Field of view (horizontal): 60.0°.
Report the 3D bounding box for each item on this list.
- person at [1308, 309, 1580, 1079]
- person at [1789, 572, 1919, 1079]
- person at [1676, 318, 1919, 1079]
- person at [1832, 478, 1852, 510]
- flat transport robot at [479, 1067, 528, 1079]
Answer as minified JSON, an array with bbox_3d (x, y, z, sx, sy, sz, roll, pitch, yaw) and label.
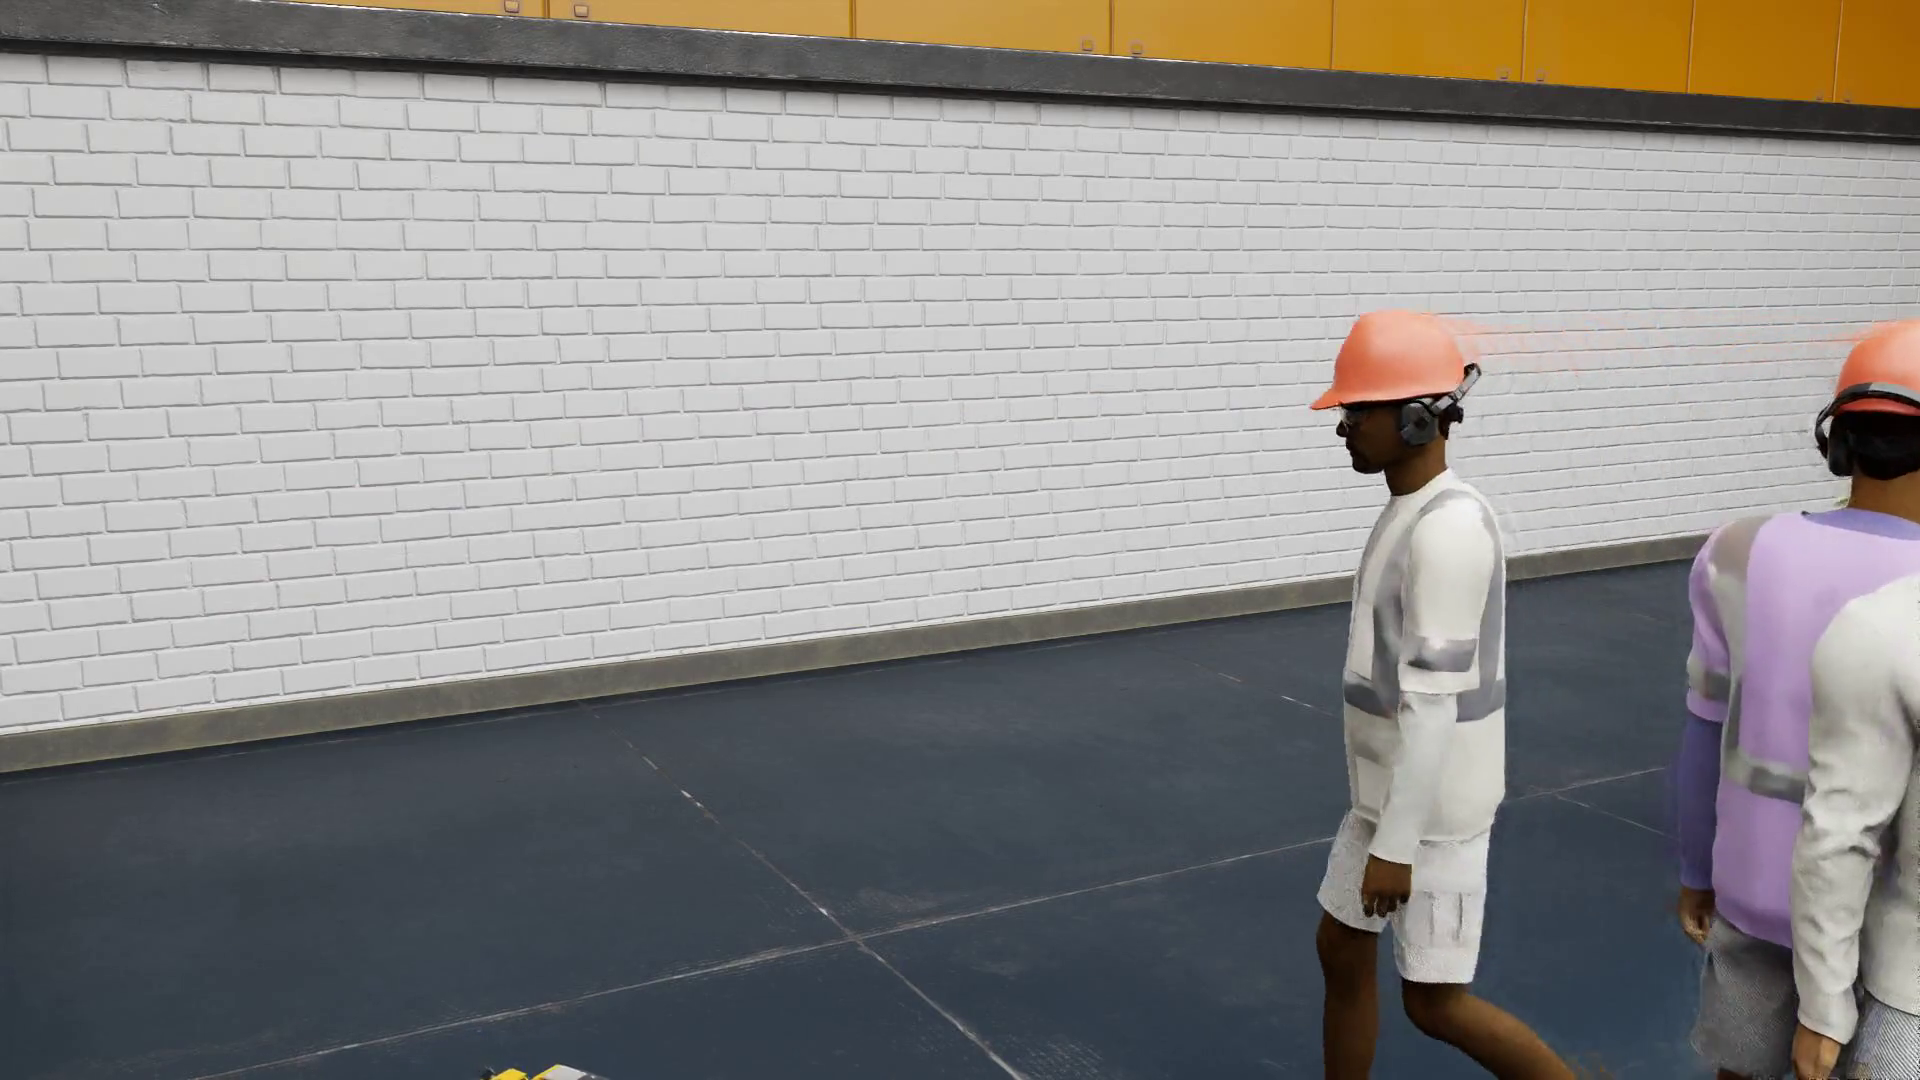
[{"bbox_3d":[1.051,0.526,3.505,0.860,2.021,0.612,1,10,6],"label":"person"},{"bbox_3d":[1.601,0.728,2.549,0.633,1.936,0.353,2,10,11],"label":"person"},{"bbox_3d":[1.433,0.638,2.837,0.770,2.012,0.624,-7,12,-36],"label":"person"},{"bbox_3d":[3.096,0.261,5.578,0.403,1.826,0.596,2,10,12],"label":"person"},{"bbox_3d":[-0.727,1.409,3.421,1.431,0.197,0.652,6,11,31],"label":"flat transport robot"}]
